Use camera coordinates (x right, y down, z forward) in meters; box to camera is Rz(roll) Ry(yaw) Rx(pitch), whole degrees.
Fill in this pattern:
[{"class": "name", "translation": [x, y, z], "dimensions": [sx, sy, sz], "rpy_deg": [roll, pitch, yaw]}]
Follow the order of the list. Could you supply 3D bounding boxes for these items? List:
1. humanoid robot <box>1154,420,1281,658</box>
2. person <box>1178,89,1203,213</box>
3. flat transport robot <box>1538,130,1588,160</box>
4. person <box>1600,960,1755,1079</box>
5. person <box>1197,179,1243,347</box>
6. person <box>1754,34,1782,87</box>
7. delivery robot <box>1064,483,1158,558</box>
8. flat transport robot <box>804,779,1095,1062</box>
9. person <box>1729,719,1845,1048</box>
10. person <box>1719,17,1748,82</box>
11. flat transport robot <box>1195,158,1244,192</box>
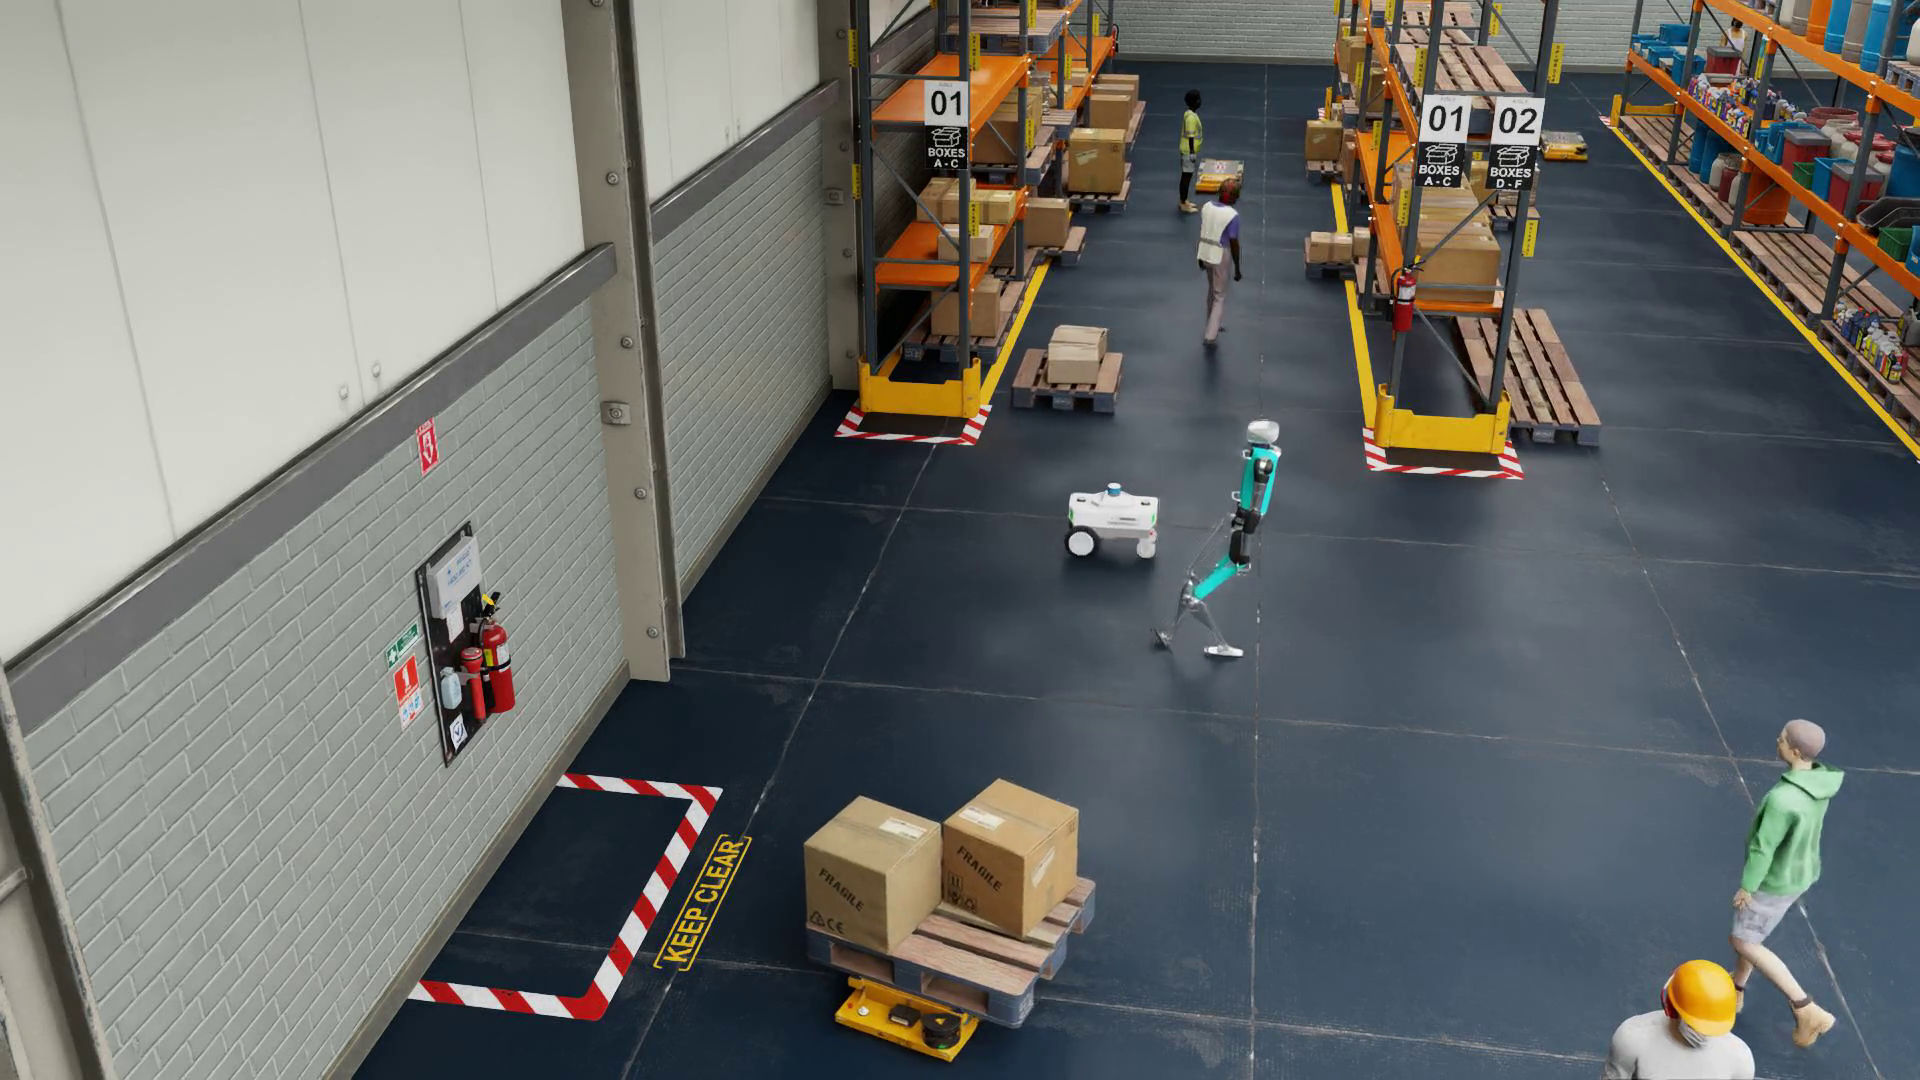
[{"class": "humanoid robot", "translation": [1.751, 0.047, 11.612], "dimensions": [0.848, 1.862, 0.549], "rpy_deg": [4, 25, 7]}, {"class": "person", "translation": [3.240, -5.465, 23.363], "dimensions": [0.317, 1.699, 0.538], "rpy_deg": [2, 25, 3]}, {"class": "flat transport robot", "translation": [9.826, -6.451, 27.164], "dimensions": [0.659, 0.231, 1.431], "rpy_deg": [5, 26, 11]}, {"class": "person", "translation": [2.675, 2.372, 6.373], "dimensions": [0.569, 1.889, 0.389], "rpy_deg": [7, 26, 15]}, {"class": "person", "translation": [2.809, -3.025, 18.041], "dimensions": [0.655, 1.813, 0.626], "rpy_deg": [-16, 29, -30]}, {"class": "person", "translation": [15.793, -9.757, 32.470], "dimensions": [0.315, 1.769, 0.522], "rpy_deg": [-18, 31, -34]}, {"class": "delivery robot", "translation": [1.204, -0.165, 13.376], "dimensions": [0.775, 0.596, 0.499], "rpy_deg": [3, 25, 7]}, {"class": "flat transport robot", "translation": [-0.019, 2.147, 8.762], "dimensions": [0.659, 0.231, 1.431], "rpy_deg": [12, 28, 24]}, {"class": "person", "translation": [4.014, 1.675, 8.049], "dimensions": [0.492, 1.720, 0.635], "rpy_deg": [-22, 33, -38]}, {"class": "person", "translation": [13.609, -8.362, 29.376], "dimensions": [0.548, 1.858, 0.398], "rpy_deg": [1, 25, 2]}, {"class": "flat transport robot", "translation": [3.941, -5.522, 25.176], "dimensions": [0.659, 0.231, 1.431], "rpy_deg": [5, 25, 10]}]
